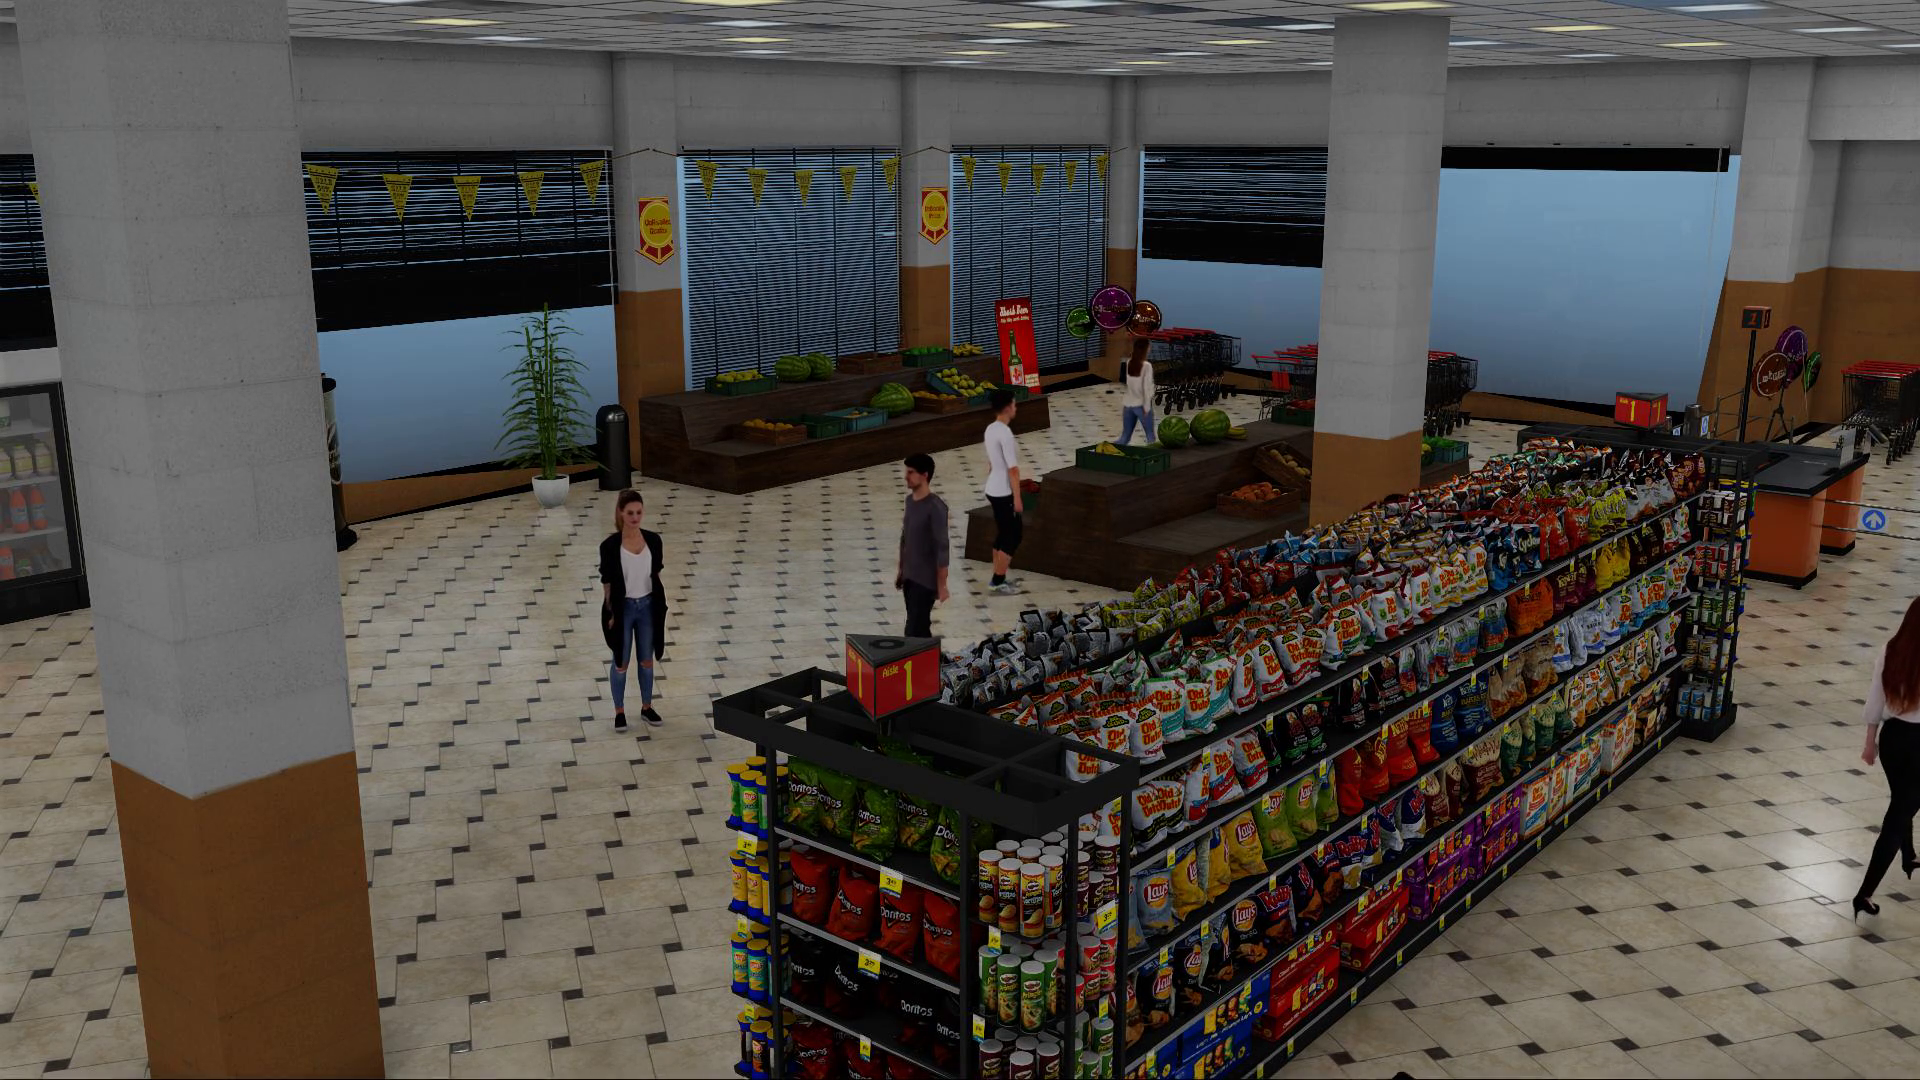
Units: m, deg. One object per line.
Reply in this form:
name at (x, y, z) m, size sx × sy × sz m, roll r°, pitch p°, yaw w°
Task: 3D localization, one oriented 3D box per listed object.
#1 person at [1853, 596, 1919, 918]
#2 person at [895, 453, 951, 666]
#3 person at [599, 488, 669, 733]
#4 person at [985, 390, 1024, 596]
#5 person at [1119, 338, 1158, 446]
person at (4.914, 1.171, 8.672) m, size 1.196 × 1.707 × 0.834 m, roll -9°, pitch 16°, yaw -32°
person at (-0.187, 0.272, 12.099) m, size 0.812 × 1.840 × 0.803 m, roll -6°, pitch 15°, yaw -24°
person at (-2.278, 0.477, 11.571) m, size 0.636 × 1.690 × 0.768 m, roll -7°, pitch 15°, yaw -26°
person at (0.373, -0.425, 14.950) m, size 0.832 × 1.851 × 0.813 m, roll -5°, pitch 14°, yaw -19°
person at (2.094, -1.582, 20.147) m, size 1.087 × 1.649 × 0.737 m, roll -12°, pitch 18°, yaw -41°
